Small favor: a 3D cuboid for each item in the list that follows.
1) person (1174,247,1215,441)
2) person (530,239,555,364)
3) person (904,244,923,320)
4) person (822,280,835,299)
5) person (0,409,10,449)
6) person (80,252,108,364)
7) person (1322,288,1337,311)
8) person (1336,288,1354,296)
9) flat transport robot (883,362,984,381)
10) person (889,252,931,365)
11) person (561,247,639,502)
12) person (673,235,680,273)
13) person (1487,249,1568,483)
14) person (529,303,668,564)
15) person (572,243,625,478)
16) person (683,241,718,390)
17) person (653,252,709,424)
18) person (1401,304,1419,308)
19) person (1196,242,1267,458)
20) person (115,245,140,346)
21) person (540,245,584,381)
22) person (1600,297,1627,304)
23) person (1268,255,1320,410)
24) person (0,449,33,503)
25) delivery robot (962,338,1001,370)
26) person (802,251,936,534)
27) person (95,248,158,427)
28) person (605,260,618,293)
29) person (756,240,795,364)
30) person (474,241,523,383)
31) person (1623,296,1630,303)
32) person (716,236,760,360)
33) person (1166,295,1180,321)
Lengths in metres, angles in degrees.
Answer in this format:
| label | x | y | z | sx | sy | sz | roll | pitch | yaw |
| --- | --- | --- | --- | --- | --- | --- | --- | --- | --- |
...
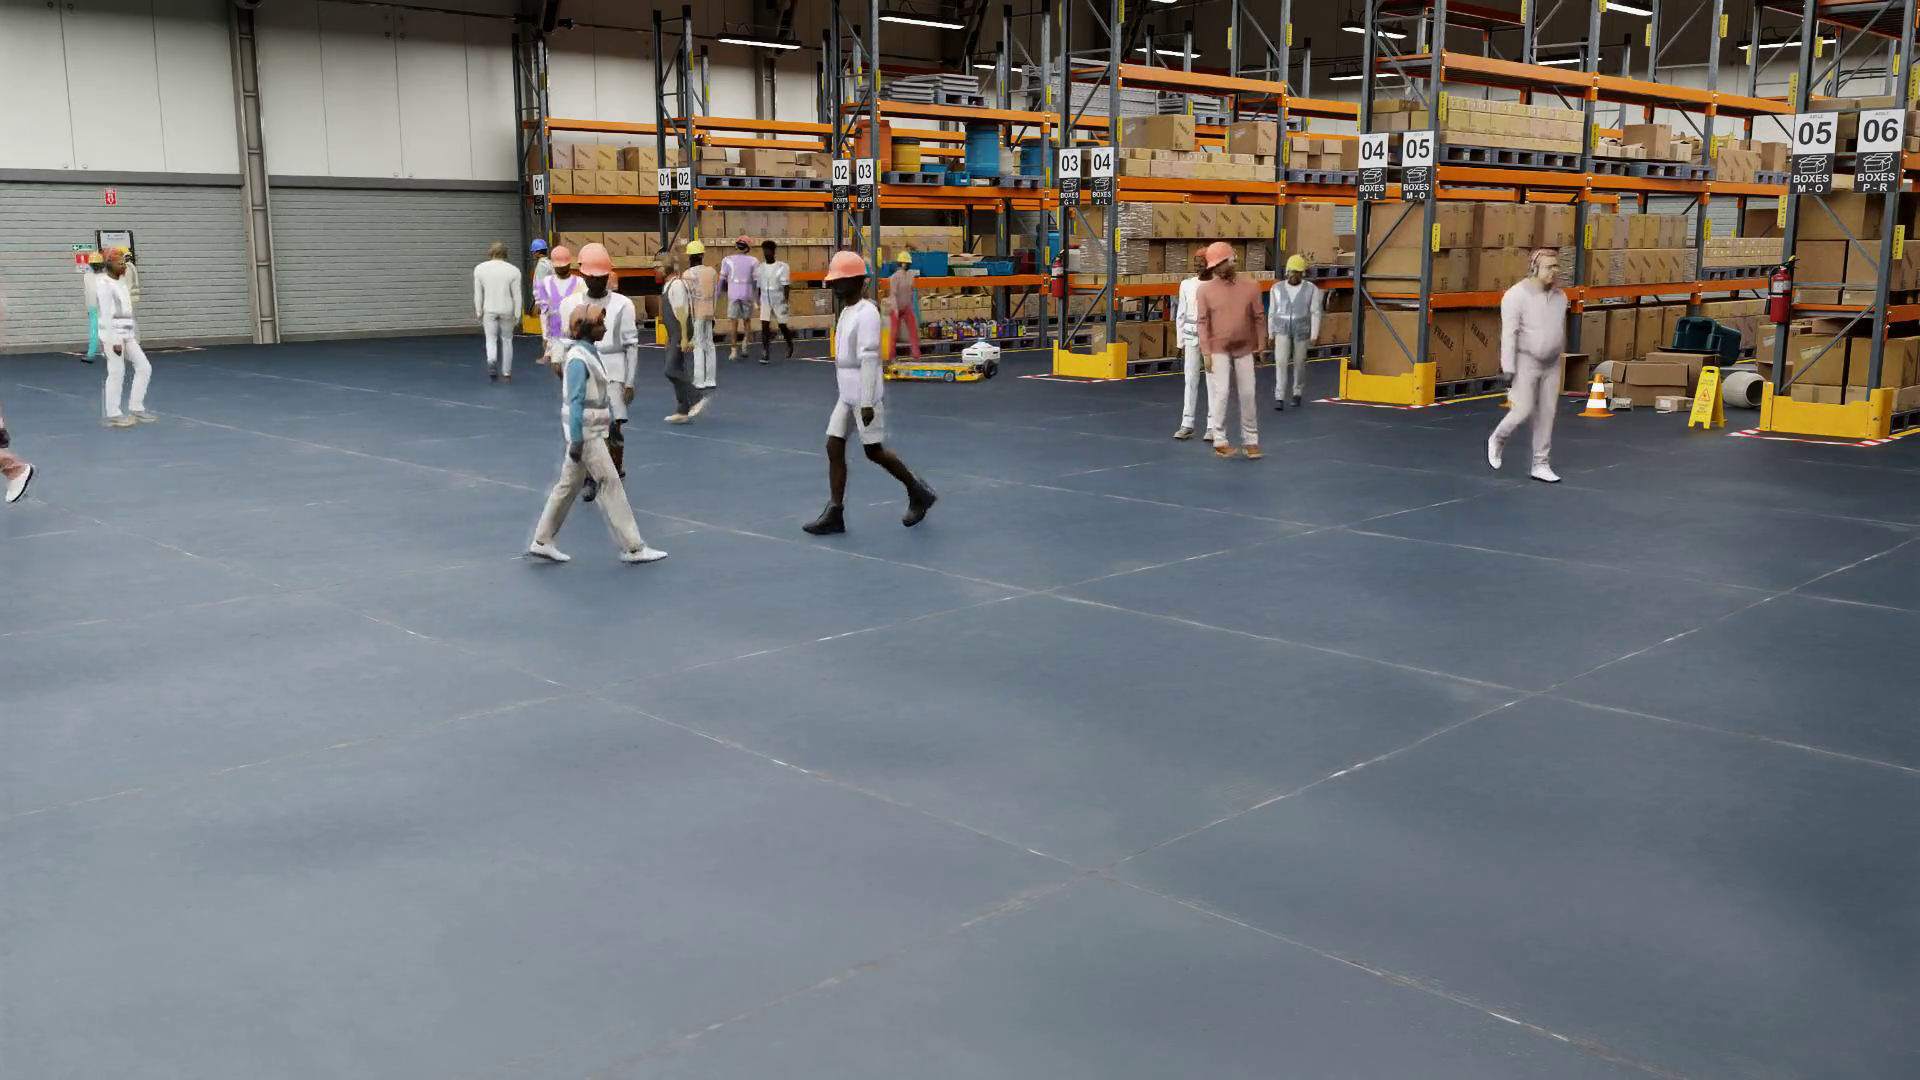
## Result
| label | x | y | z | sx | sy | sz | roll | pitch | yaw |
| --- | --- | --- | --- | --- | --- | --- | --- | --- | --- |
| person | 2.388 | -1.923 | 16.339 | 0.573 | 1.886 | 0.359 | 6 | 12 | 30 |
| person | -6.516 | -3.740 | 26.096 | 0.402 | 1.940 | 0.602 | 0 | 10 | -1 |
| person | -0.935 | -4.905 | 32.762 | 0.460 | 1.827 | 0.583 | -8 | 13 | -37 |
| person | -2.826 | -5.616 | 36.329 | 0.376 | 1.940 | 0.629 | -8 | 13 | -36 |
| person | -5.890 | -0.685 | 9.666 | 0.605 | 1.857 | 0.673 | -1 | 10 | -4 |
| person | -13.405 | -3.605 | 25.894 | 0.549 | 1.731 | 0.737 | 1 | 10 | 3 |
| person | 9.026 | -6.357 | 40.404 | 0.372 | 1.928 | 0.543 | -9 | 14 | -39 |
| person | 8.114 | -5.385 | 34.955 | 0.440 | 1.976 | 0.626 | -9 | 14 | -41 |
| flat transport robot | -0.416 | -2.360 | 23.244 | 1.431 | 0.197 | 0.652 | 2 | 11 | 8 |
| person | -0.801 | -3.538 | 25.528 | 0.824 | 1.729 | 0.553 | 10 | 14 | 43 |
| person | -2.650 | -1.194 | 12.282 | 0.578 | 1.920 | 0.568 | -1 | 10 | -5 |
| person | -5.309 | -4.896 | 32.221 | 0.950 | 2.015 | 0.616 | -9 | 14 | -42 |
| person | 4.703 | -1.440 | 13.673 | 0.659 | 1.892 | 0.619 | -4 | 11 | -21 |
| person | -2.263 | -0.640 | 10.135 | 0.852 | 1.598 | 0.524 | -1 | 10 | -6 |
| person | -3.000 | -1.471 | 13.732 | 0.363 | 1.934 | 0.551 | -6 | 12 | -28 |
| person | -3.406 | -2.932 | 21.719 | 0.361 | 1.930 | 0.585 | 6 | 12 | 32 |
| person | -3.012 | -2.148 | 17.752 | 0.496 | 1.816 | 0.567 | -4 | 11 | -21 |
| person | 6.328 | -3.029 | 23.020 | 0.538 | 1.656 | 0.866 | 9 | 14 | 41 |
| person | 2.437 | -1.697 | 14.942 | 0.650 | 1.942 | 0.502 | -1 | 10 | -4 |
| person | -14.272 | -4.124 | 28.487 | 0.404 | 1.828 | 0.603 | -4 | 11 | -19 |
| person | -4.306 | -2.286 | 18.312 | 0.563 | 1.892 | 0.654 | 0 | 10 | 1 |
| person | 11.749 | -4.338 | 29.892 | 0.493 | 1.743 | 0.295 | 9 | 14 | 40 |
| person | 3.881 | -2.419 | 19.364 | 0.601 | 1.776 | 0.946 | 3 | 11 | 16 |
| person | -7.186 | -1.134 | 12.025 | 0.649 | 1.890 | 0.564 | 10 | 14 | 42 |
| delivery robot | 0.311 | -2.646 | 23.772 | 0.477 | 0.478 | 0.707 | 5 | 11 | 23 |
| person | -0.606 | -1.001 | 11.290 | 0.908 | 1.900 | 0.590 | -4 | 11 | -23 |
| person | -8.767 | -2.124 | 17.495 | 0.625 | 1.859 | 0.603 | -1 | 10 | -4 |
| person | -6.046 | -4.068 | 28.596 | 0.577 | 1.679 | 0.405 | 8 | 13 | 37 |
| person | -2.932 | -3.799 | 26.430 | 0.604 | 1.941 | 0.857 | 3 | 11 | 16 |
| person | -6.268 | -3.093 | 22.615 | 0.643 | 1.927 | 0.615 | -2 | 11 | -8 |
| person | 12.873 | -4.761 | 32.577 | 0.526 | 1.589 | 0.818 | 8 | 13 | 37 |
| person | -3.618 | -3.923 | 26.968 | 0.768 | 1.979 | 0.735 | -2 | 11 | -12 |
| person | 3.589 | -3.913 | 27.228 | 0.331 | 1.874 | 0.519 | -9 | 14 | -40 |
